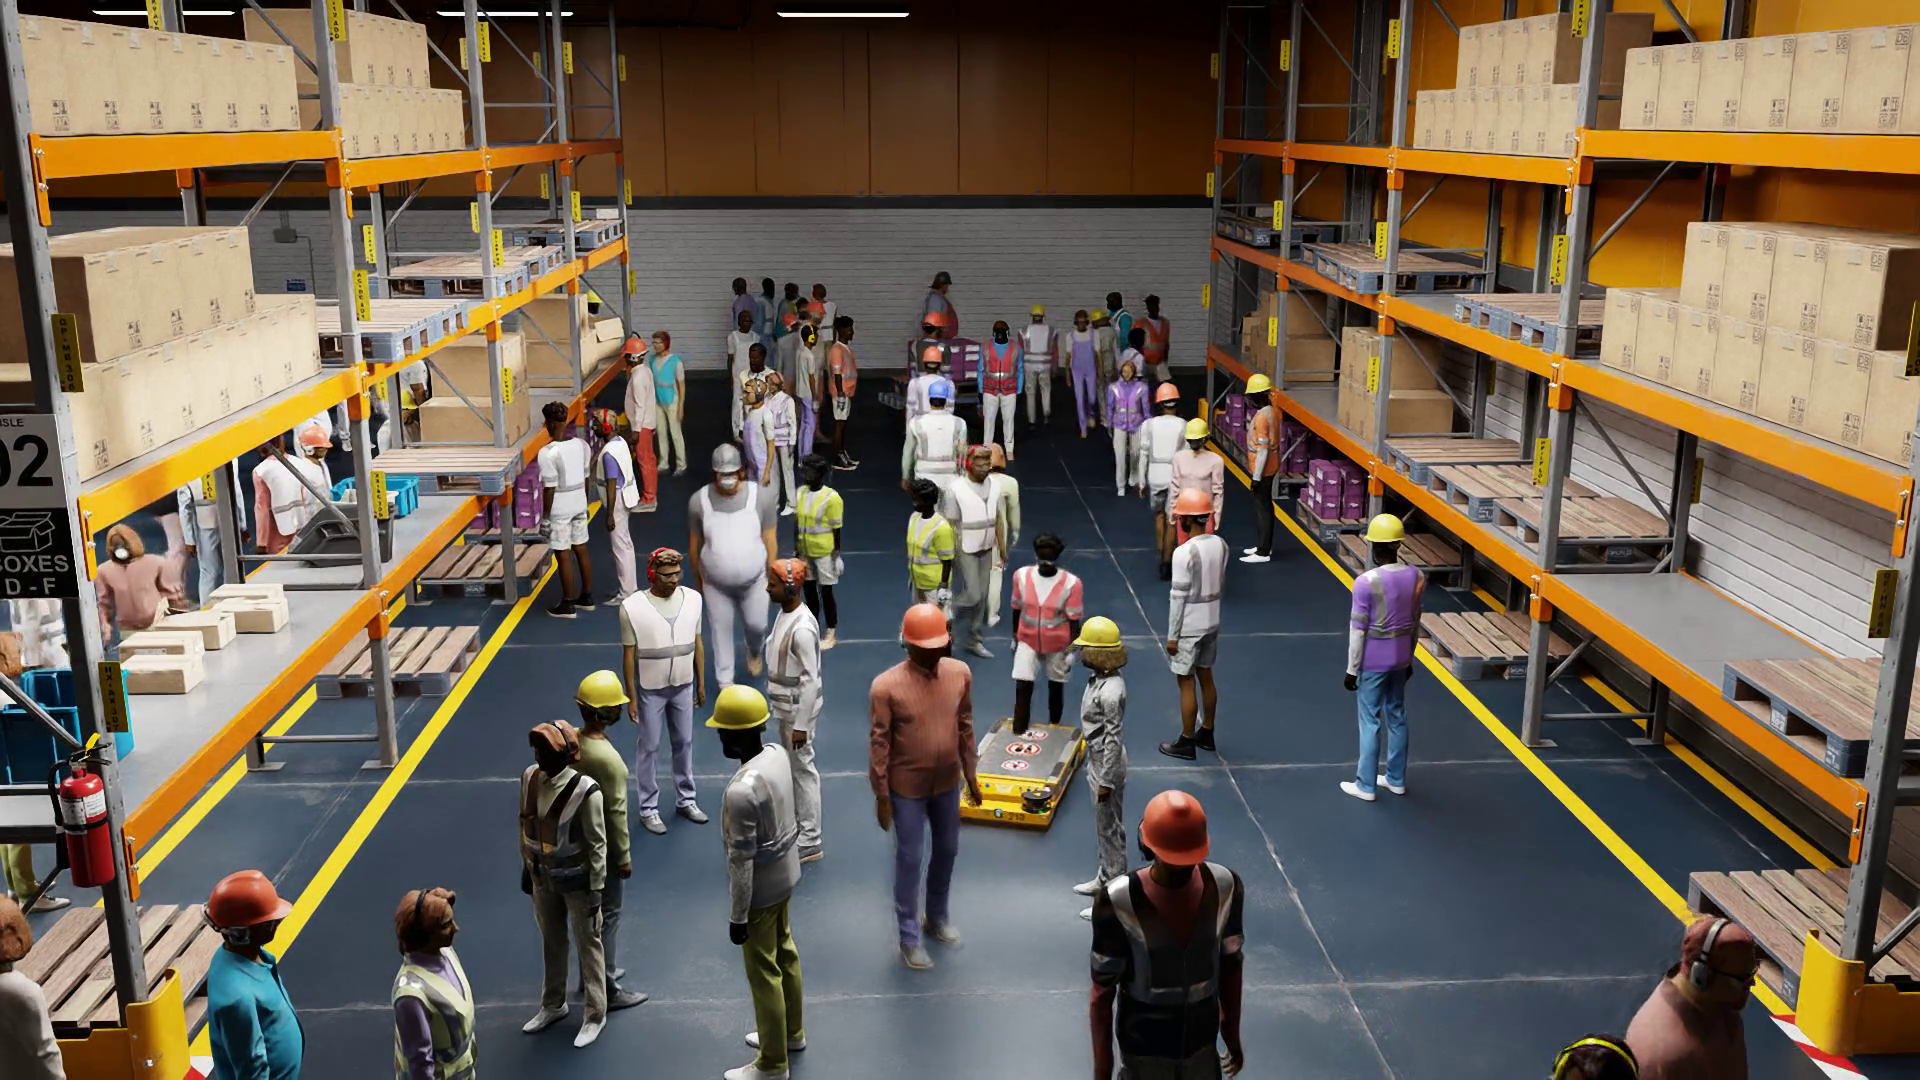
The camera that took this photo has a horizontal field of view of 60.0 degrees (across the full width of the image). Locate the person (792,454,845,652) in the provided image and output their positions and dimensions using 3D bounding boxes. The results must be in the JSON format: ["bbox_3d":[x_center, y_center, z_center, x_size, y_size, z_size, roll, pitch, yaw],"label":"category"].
[{"bbox_3d":[-1.219,0.096,14.057,0.626,1.690,0.314,11,18,38],"label":"person"}]

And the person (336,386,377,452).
[{"bbox_3d":[-8.235,-2.135,22.404,0.403,1.895,0.647,11,18,37],"label":"person"}]

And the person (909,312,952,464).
[{"bbox_3d":[-0.350,-1.869,21.082,0.601,2.036,0.406,8,16,30],"label":"person"}]

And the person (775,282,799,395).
[{"bbox_3d":[-2.789,-3.273,27.022,0.433,1.822,0.578,-3,15,-10],"label":"person"}]

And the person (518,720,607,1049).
[{"bbox_3d":[-1.920,1.646,8.053,0.513,1.641,0.309,8,16,27],"label":"person"}]

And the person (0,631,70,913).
[{"bbox_3d":[-5.341,1.303,9.414,0.283,1.633,0.497,-12,18,-38],"label":"person"}]

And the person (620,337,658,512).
[{"bbox_3d":[-3.645,-1.314,18.966,0.378,1.996,0.611,0,14,-1],"label":"person"}]

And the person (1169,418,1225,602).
[{"bbox_3d":[2.161,-0.255,15.287,0.530,1.759,0.341,9,17,31],"label":"person"}]

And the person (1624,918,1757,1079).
[{"bbox_3d":[2.506,2.156,5.586,0.913,1.866,0.671,13,19,40],"label":"person"}]

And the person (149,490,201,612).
[{"bbox_3d":[-7.040,-0.295,15.015,0.522,1.978,0.678,-12,19,-40],"label":"person"}]

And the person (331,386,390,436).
[{"bbox_3d":[-8.547,-2.420,23.652,0.998,1.838,0.579,-6,15,-21],"label":"person"}]

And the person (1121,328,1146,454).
[{"bbox_3d":[2.316,-1.994,22.244,0.317,1.691,0.535,-6,15,-21],"label":"person"}]

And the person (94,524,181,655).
[{"bbox_3d":[-5.898,0.660,11.980,0.539,1.606,0.450,-3,15,-12],"label":"person"}]

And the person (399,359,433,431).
[{"bbox_3d":[-6.589,-1.635,20.135,0.535,2.000,0.684,-13,19,-42],"label":"person"}]

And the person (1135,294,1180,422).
[{"bbox_3d":[2.854,-2.609,24.229,0.634,1.915,0.781,-7,16,-26],"label":"person"}]

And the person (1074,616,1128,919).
[{"bbox_3d":[0.787,1.269,9.331,0.324,1.742,0.492,0,14,-1],"label":"person"}]

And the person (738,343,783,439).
[{"bbox_3d":[-2.285,-1.313,19.113,0.587,1.920,0.391,7,16,27],"label":"person"}]

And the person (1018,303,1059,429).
[{"bbox_3d":[1.114,-2.509,24.015,0.609,1.813,0.428,-1,14,-3],"label":"person"}]

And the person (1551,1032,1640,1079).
[{"bbox_3d":[1.871,2.304,5.167,0.997,1.800,0.549,-5,15,-18],"label":"person"}]

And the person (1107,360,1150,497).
[{"bbox_3d":[2.025,-1.375,19.969,0.521,1.609,0.774,2,14,8],"label":"person"}]

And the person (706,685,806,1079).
[{"bbox_3d":[-0.955,1.590,7.735,0.409,1.918,0.585,3,15,11],"label":"person"}]

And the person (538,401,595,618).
[{"bbox_3d":[-3.557,-0.276,14.954,0.366,1.960,0.614,7,16,27],"label":"person"}]

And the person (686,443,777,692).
[{"bbox_3d":[-1.756,0.226,12.833,0.698,2.000,0.644,-2,14,-8],"label":"person"}]

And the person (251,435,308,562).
[{"bbox_3d":[-5.801,-0.065,14.246,0.410,1.909,0.592,3,15,12],"label":"person"}]

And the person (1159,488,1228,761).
[{"bbox_3d":[1.621,0.584,11.659,0.385,1.929,0.541,14,20,43],"label":"person"}]

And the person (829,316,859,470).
[{"bbox_3d":[-1.490,-1.894,21.301,0.367,1.967,0.603,1,14,4],"label":"person"}]

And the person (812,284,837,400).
[{"bbox_3d":[-2.200,-3.143,26.443,0.564,1.846,0.392,-10,18,-35],"label":"person"}]

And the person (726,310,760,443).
[{"bbox_3d":[-2.976,-2.260,23.001,0.505,1.839,0.349,-10,17,-33],"label":"person"}]

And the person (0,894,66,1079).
[{"bbox_3d":[-3.551,2.101,6.276,0.498,1.636,0.282,6,15,22],"label":"person"}]

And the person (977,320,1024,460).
[{"bbox_3d":[0.529,-1.956,21.794,0.622,1.845,0.429,1,14,2],"label":"person"}]

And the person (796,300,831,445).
[{"bbox_3d":[-2.022,-2.314,22.911,0.384,1.994,0.625,6,15,21],"label":"person"}]
